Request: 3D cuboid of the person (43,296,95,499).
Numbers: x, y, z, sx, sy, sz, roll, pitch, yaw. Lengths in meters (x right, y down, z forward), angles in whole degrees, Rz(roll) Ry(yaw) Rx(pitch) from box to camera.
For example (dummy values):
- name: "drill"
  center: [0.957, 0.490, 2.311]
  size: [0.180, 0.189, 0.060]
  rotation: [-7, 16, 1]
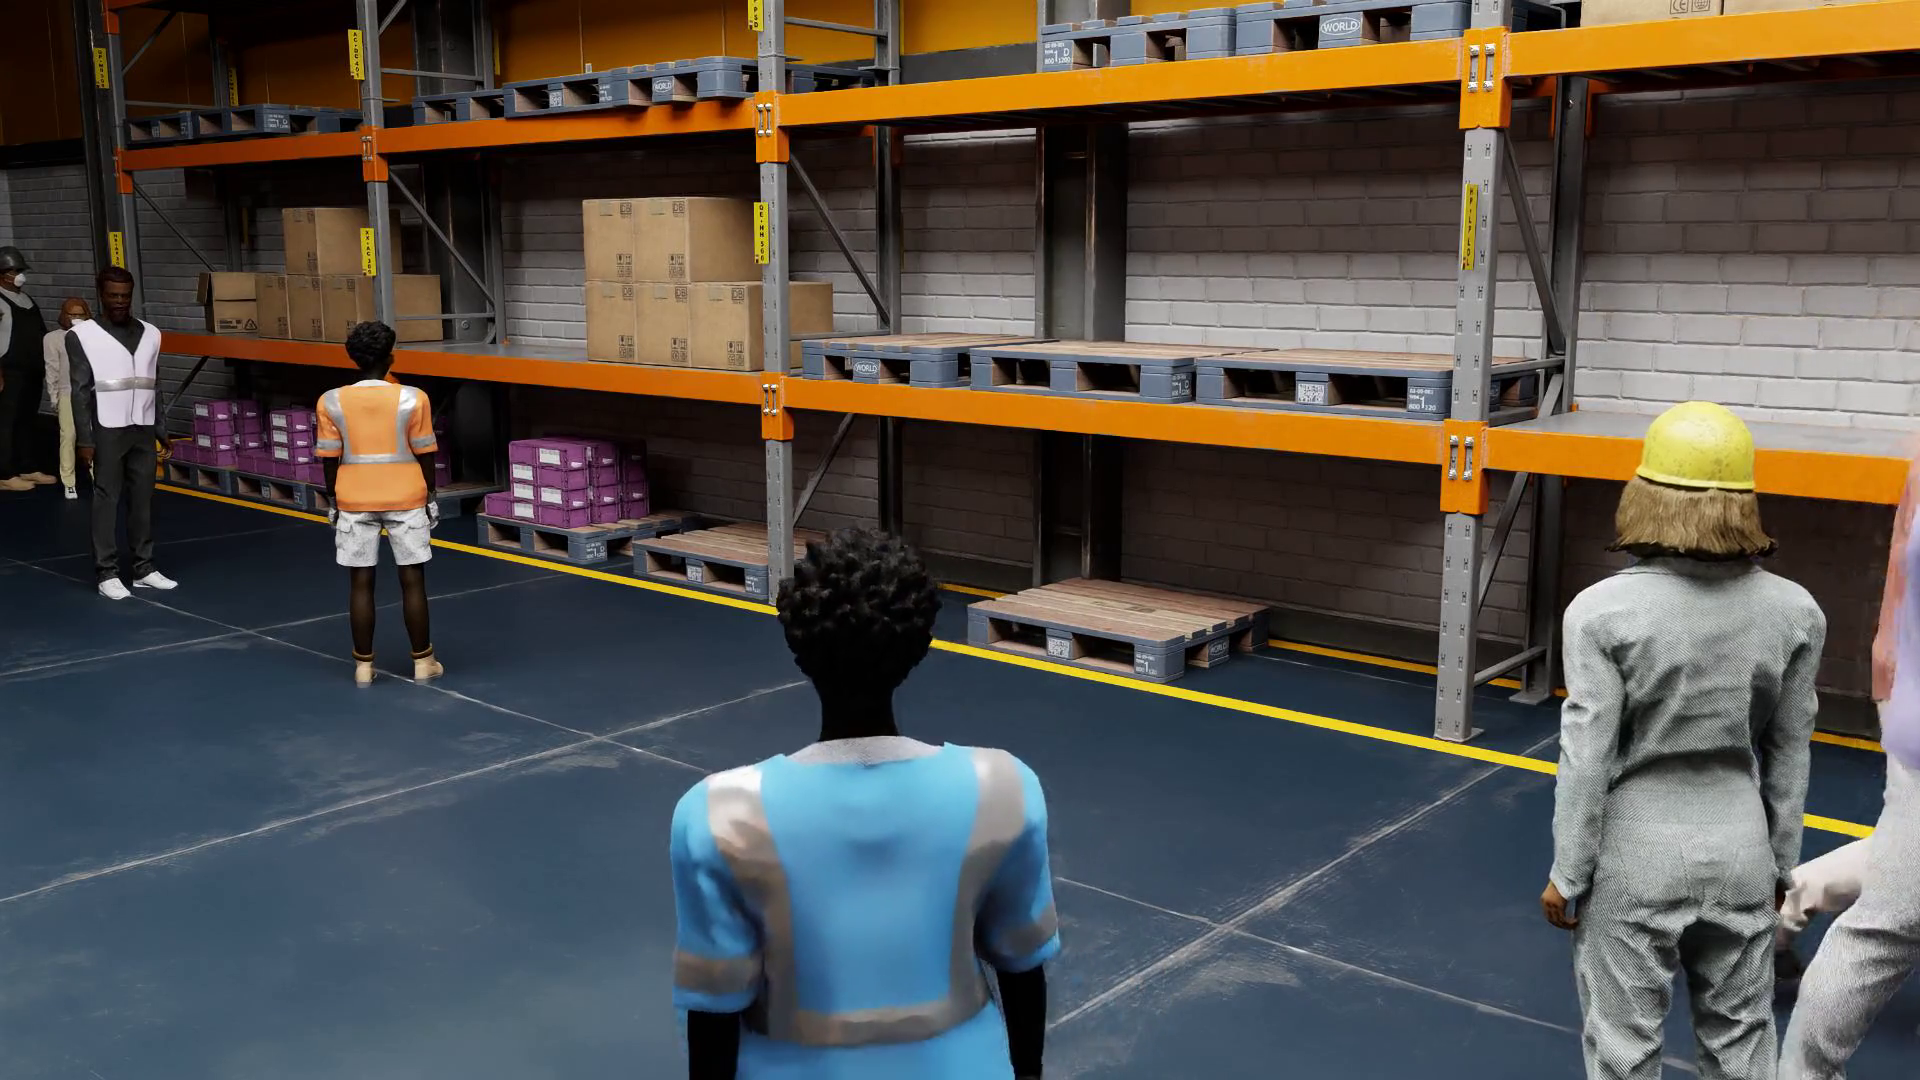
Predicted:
- name: "person"
  center: [-7.145, -1.155, 13.519]
  size: [0.282, 1.633, 0.499]
  rotation: [9, 13, 41]

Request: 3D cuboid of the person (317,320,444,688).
- name: "person"
  center: [-2.663, -0.157, 7.668]
  size: [0.531, 1.692, 0.320]
  rotation: [-2, 10, -9]

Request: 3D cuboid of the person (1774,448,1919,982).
- name: "person"
  center: [2.378, 0.332, 4.128]
  size: [0.621, 1.963, 0.747]
  rotation: [-7, 12, -35]

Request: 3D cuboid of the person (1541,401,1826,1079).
- name: "person"
  center: [1.341, 0.610, 3.152]
  size: [0.488, 1.743, 0.321]
  rotation: [0, 10, -3]

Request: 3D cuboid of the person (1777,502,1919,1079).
- name: "person"
  center: [2.182, 0.497, 3.389]
  size: [0.634, 1.892, 0.962]
  rotation: [-9, 13, -41]

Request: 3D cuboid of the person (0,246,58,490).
- name: "person"
  center: [-7.931, -1.450, 14.038]
  size: [0.536, 2.000, 0.681]
  rotation: [0, 10, 1]

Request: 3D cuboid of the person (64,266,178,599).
- name: "person"
  center: [-4.898, -0.629, 9.714]
  size: [0.369, 1.915, 0.597]
  rotation: [5, 11, 25]

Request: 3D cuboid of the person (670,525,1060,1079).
- name: "person"
  center: [-0.105, 0.815, 2.225]
  size: [0.538, 1.663, 0.828]
  rotation: [-2, 10, -12]
